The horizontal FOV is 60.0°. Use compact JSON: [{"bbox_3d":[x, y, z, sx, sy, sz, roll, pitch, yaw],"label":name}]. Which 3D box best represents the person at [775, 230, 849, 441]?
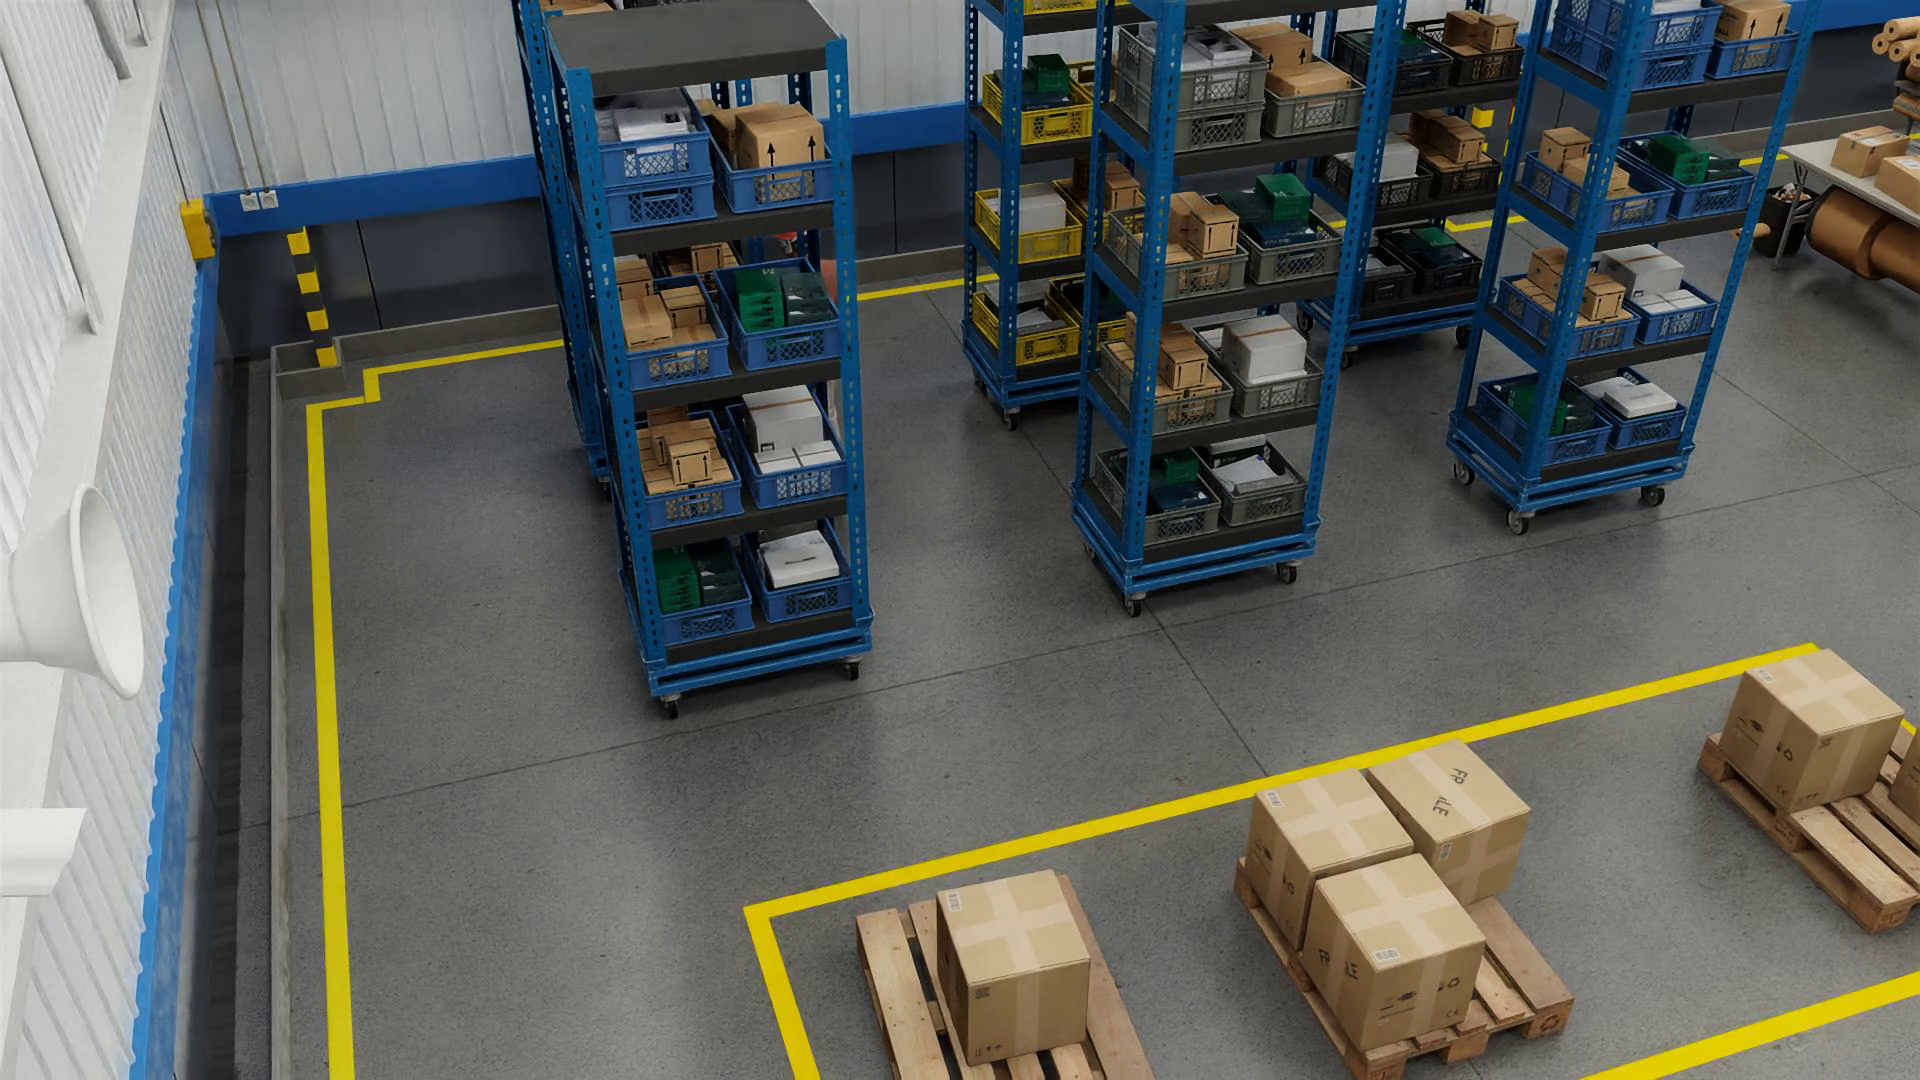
[{"bbox_3d":[-0.940,-1.084,10.102,0.630,1.979,0.412,-29,44,-35],"label":"person"}]
